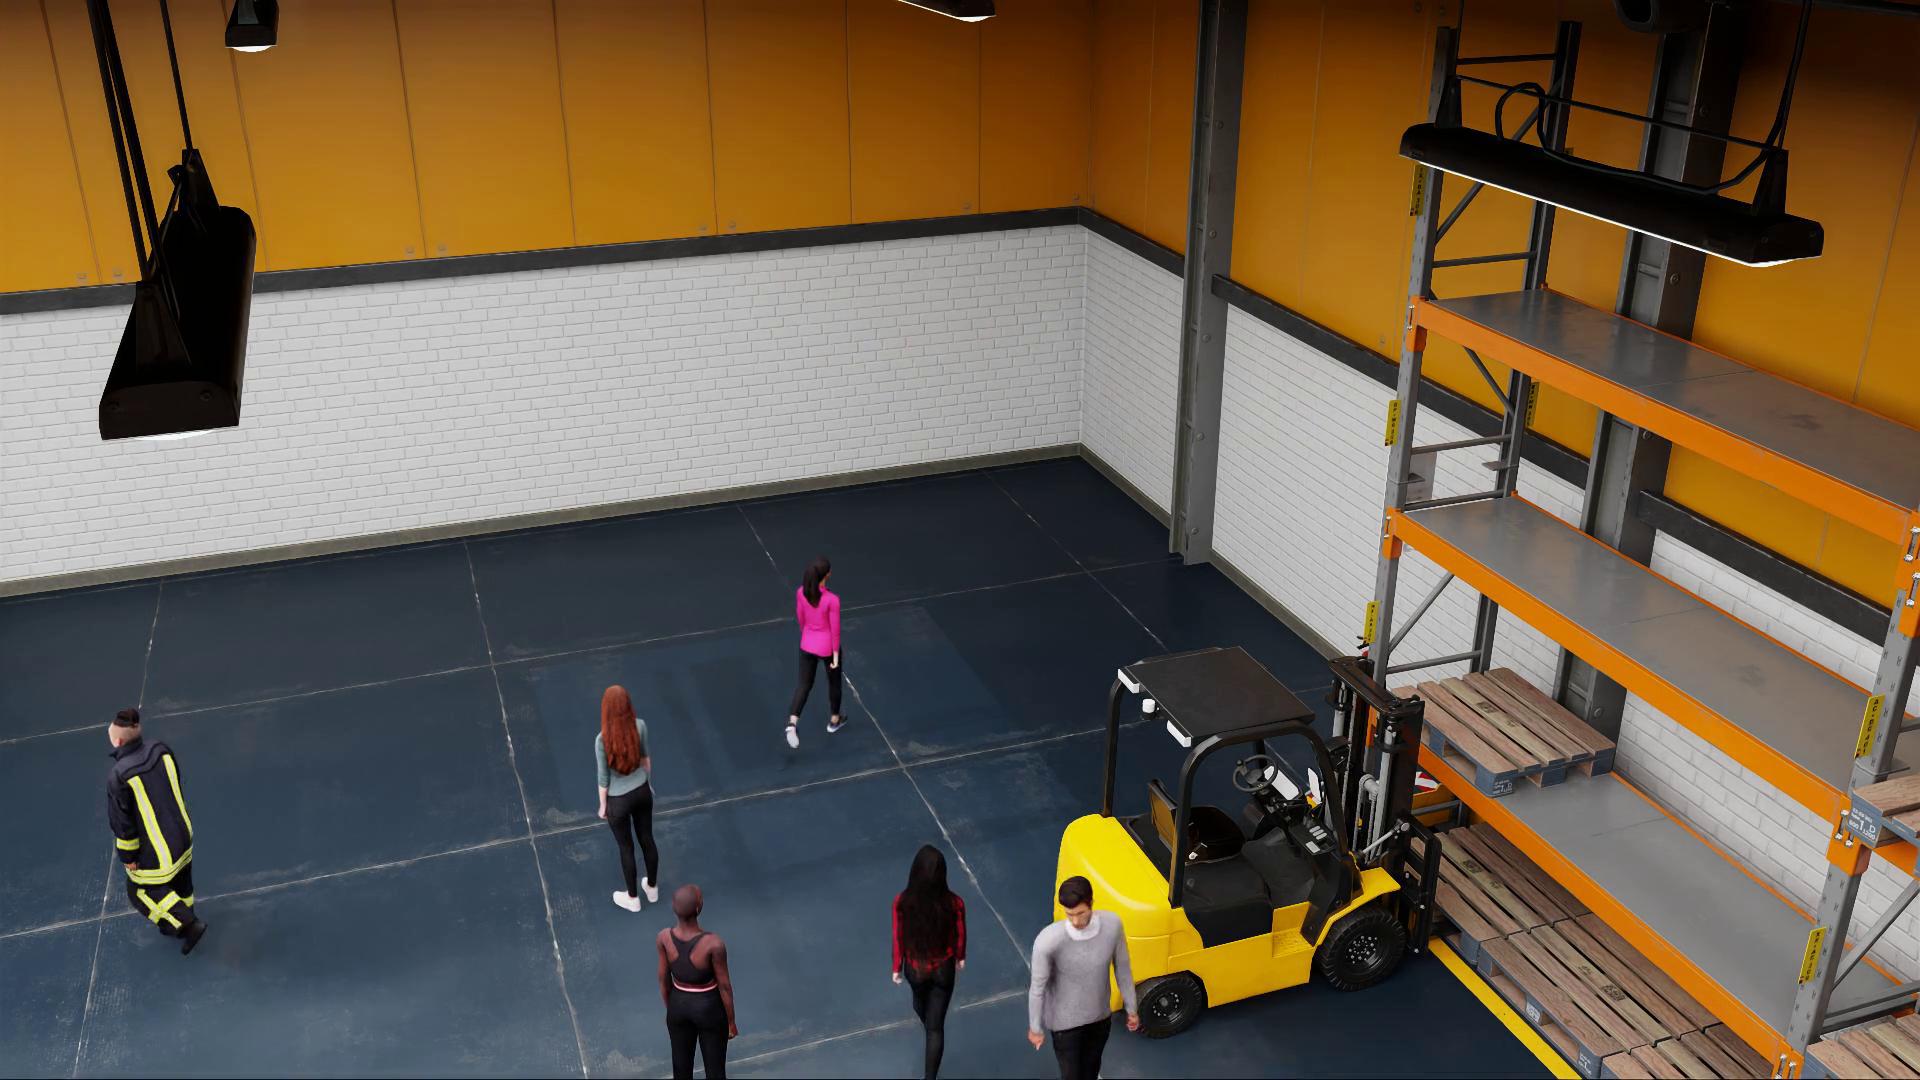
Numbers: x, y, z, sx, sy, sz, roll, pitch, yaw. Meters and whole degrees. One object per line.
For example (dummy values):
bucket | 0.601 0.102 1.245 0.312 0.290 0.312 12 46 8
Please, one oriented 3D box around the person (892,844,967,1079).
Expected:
person | -0.176 2.632 9.946 0.860 1.617 1.140 1 24 2

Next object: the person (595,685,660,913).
person | -2.334 1.811 11.669 0.655 1.742 0.636 -19 30 -37

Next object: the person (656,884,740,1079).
person | -1.521 2.730 9.546 0.675 1.758 0.697 5 24 11

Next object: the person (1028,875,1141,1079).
person | 0.627 2.655 9.530 0.835 1.908 0.750 -16 28 -32

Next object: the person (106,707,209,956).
person | -5.347 1.966 11.178 1.052 1.850 0.997 8 25 17

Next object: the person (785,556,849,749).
person | -1.213 0.947 13.737 0.993 1.668 1.088 10 25 21
